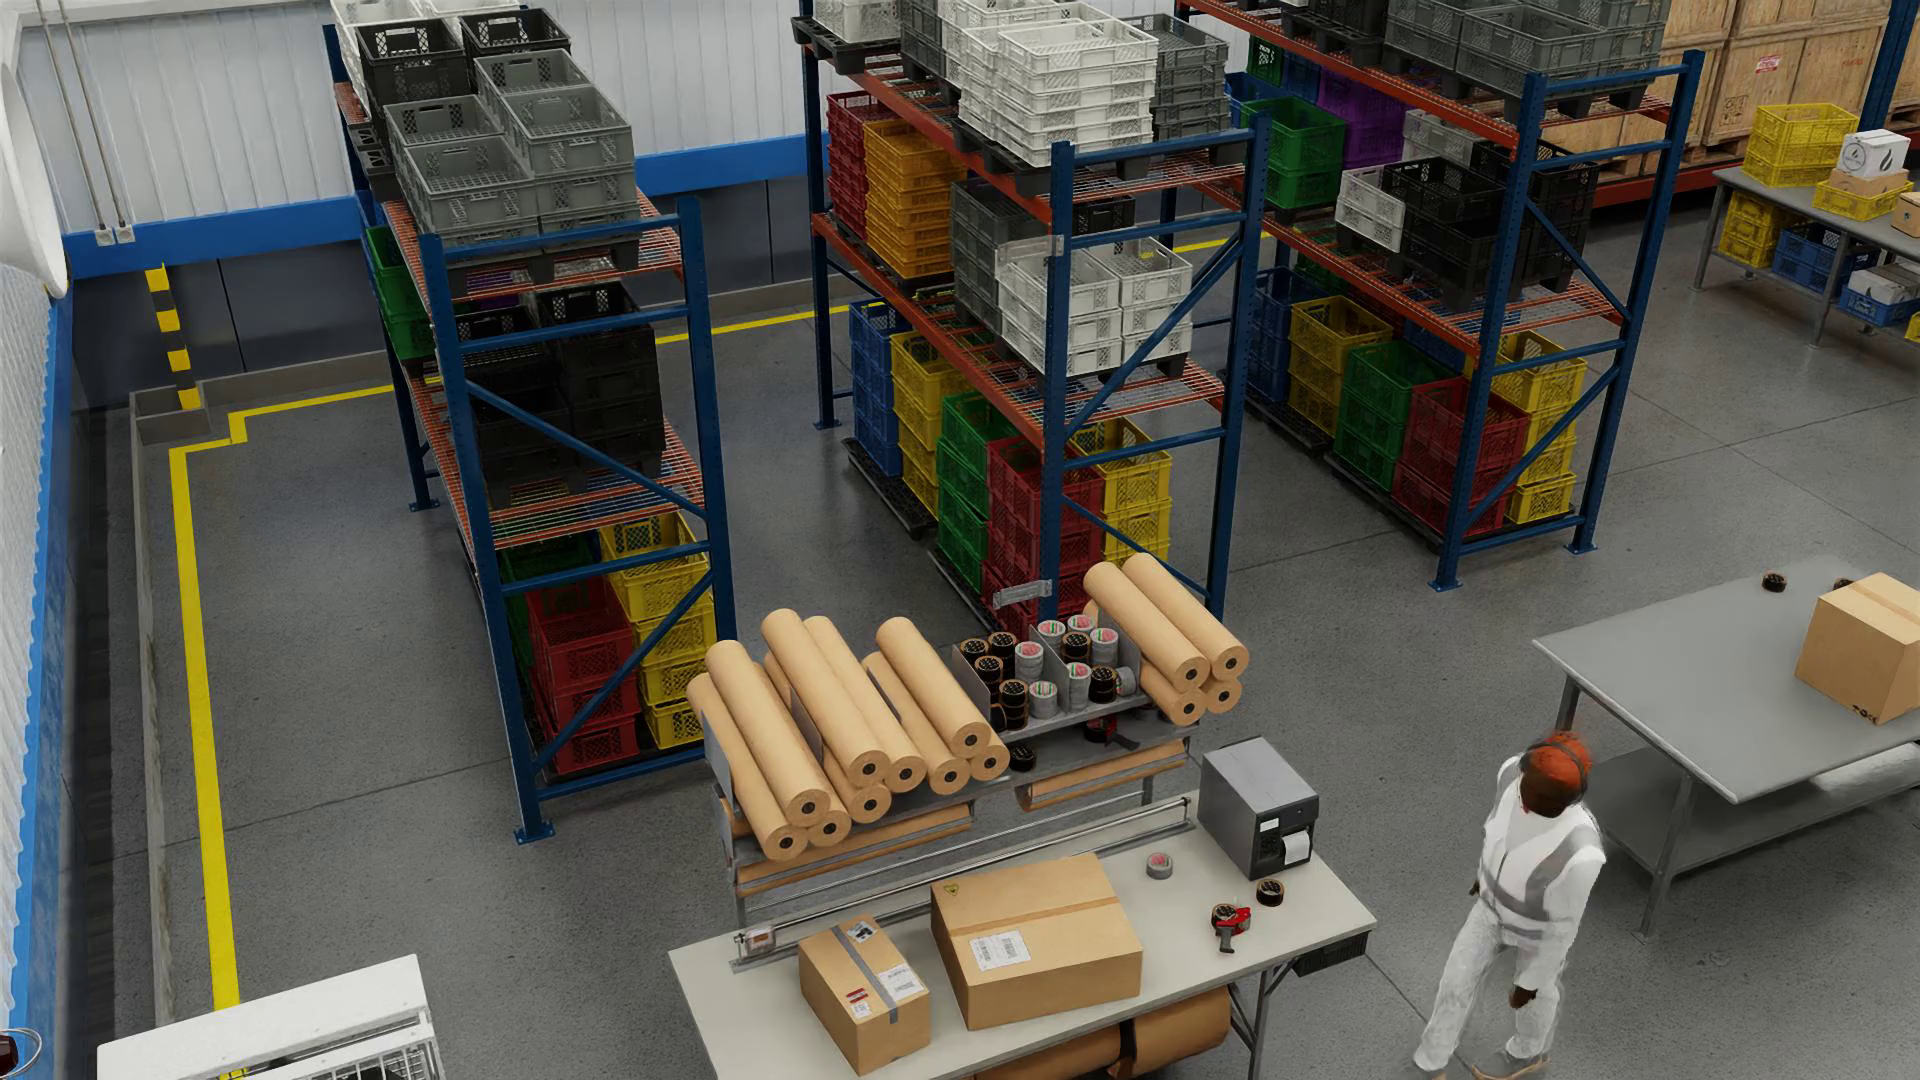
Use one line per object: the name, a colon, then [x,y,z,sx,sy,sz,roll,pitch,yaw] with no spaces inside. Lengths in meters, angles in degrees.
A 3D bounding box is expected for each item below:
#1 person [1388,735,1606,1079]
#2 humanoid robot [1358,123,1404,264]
person: [2.027,1.431,6.144,0.795,1.839,0.603,-13,34,-20]
humanoid robot: [3.156,-2.342,12.455,0.742,1.628,0.563,1,32,2]
